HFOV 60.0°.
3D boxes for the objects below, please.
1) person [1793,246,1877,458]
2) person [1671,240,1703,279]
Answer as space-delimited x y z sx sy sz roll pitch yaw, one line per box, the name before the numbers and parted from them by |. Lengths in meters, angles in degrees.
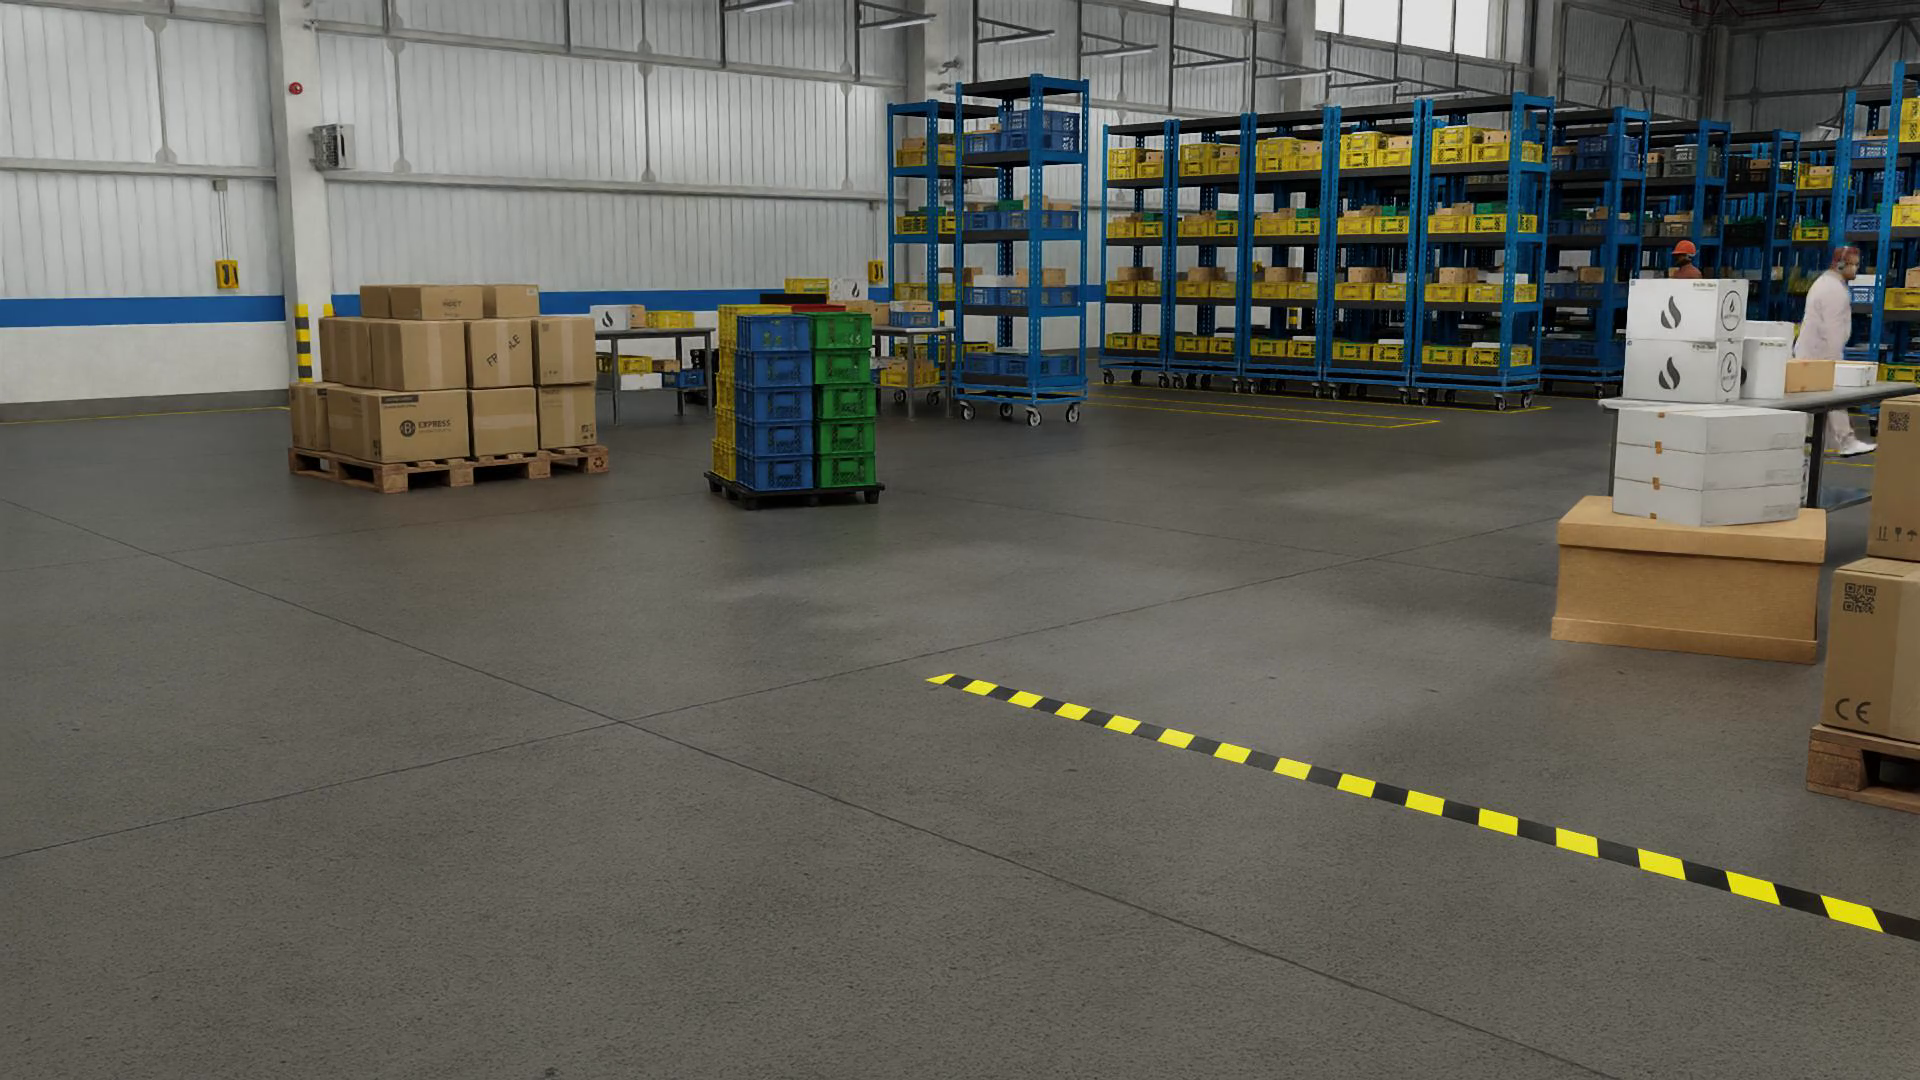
person | 7.490 -1.606 14.405 1.009 1.847 0.657 4 10 23
person | 9.476 -2.923 21.848 0.376 1.995 0.612 -1 10 -8
